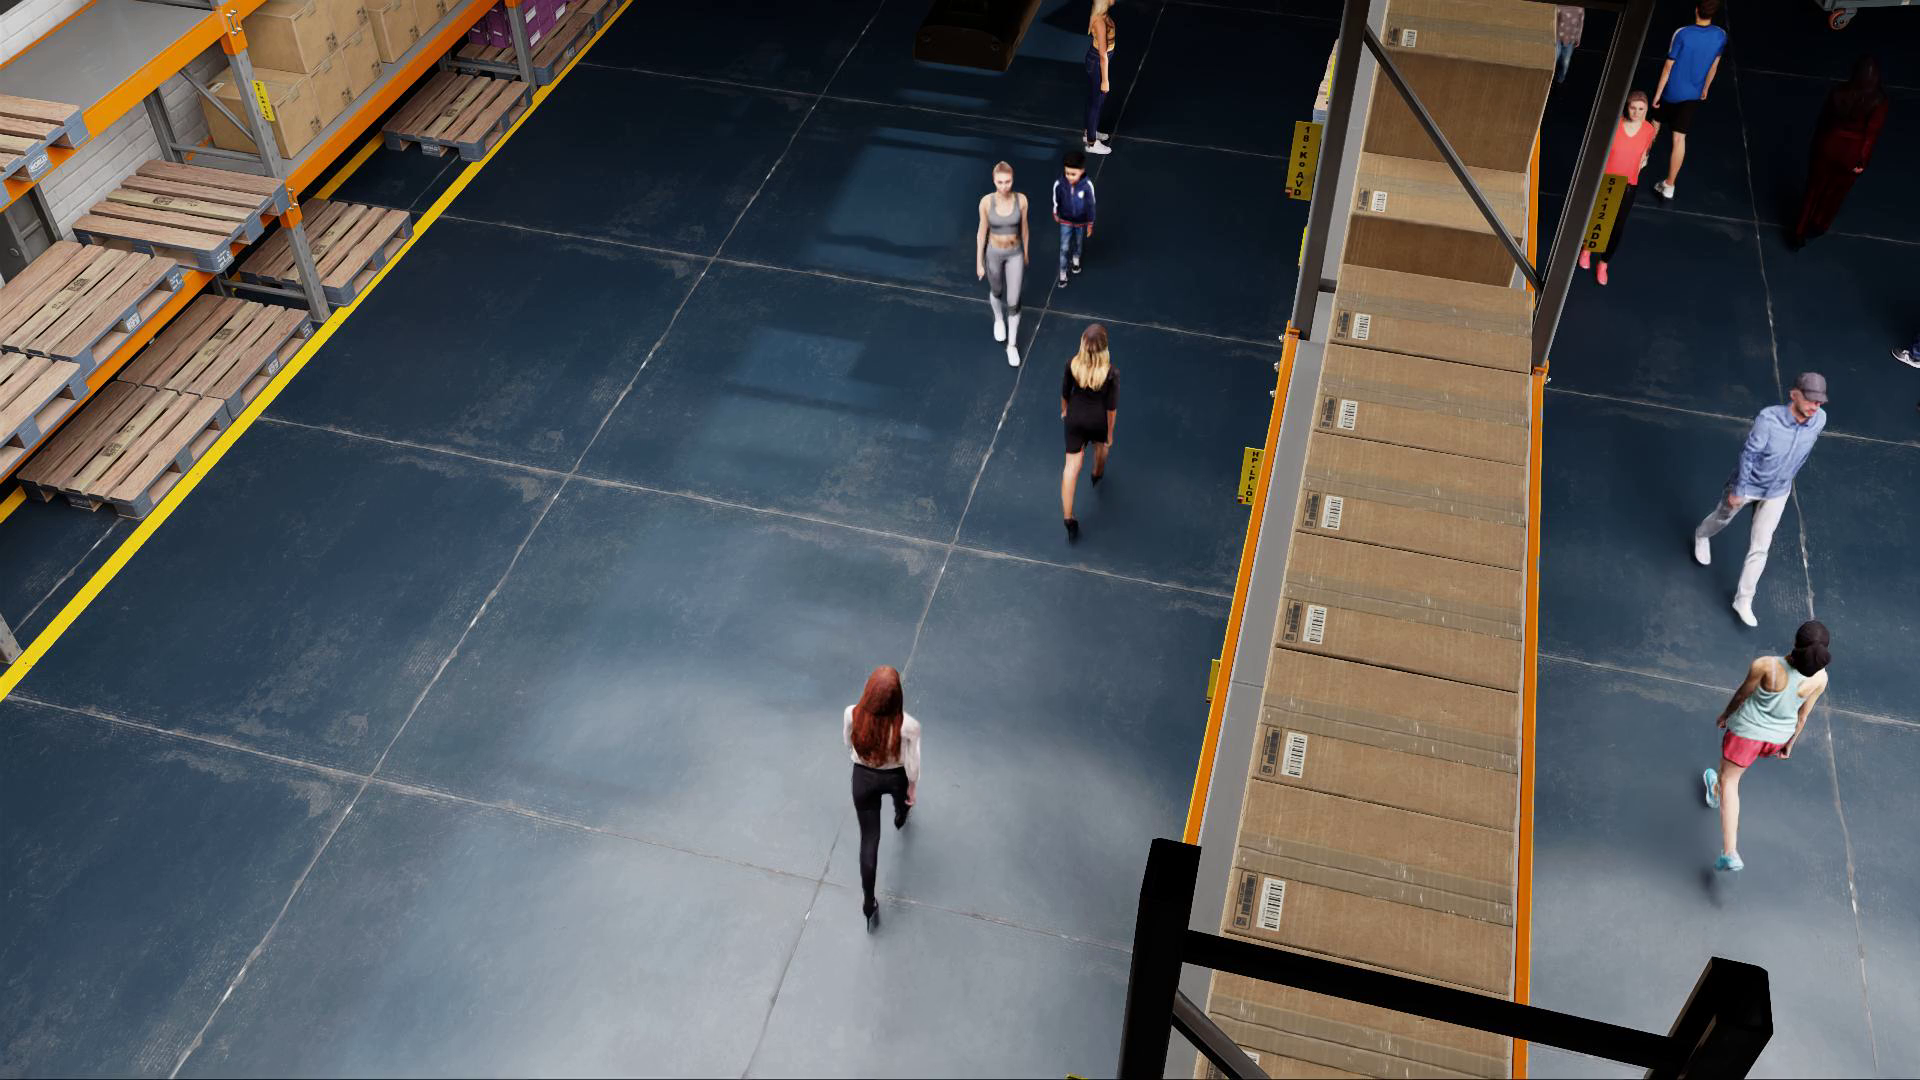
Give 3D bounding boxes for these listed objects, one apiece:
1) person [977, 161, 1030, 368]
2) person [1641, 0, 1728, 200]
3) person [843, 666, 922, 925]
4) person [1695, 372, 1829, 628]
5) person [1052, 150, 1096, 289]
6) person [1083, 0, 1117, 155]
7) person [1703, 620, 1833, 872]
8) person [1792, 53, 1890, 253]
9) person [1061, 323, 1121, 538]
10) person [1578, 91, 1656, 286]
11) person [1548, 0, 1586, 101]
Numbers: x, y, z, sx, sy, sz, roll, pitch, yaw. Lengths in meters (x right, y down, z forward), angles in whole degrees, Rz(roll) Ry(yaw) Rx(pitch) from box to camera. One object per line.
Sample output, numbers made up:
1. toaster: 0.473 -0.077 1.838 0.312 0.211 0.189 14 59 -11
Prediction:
1. person: 0.337 -2.300 13.281 0.765 1.679 0.973 -2 44 -2
2. person: 6.495 -3.960 14.918 0.847 1.823 1.284 1 44 1
3. person: -0.457 1.435 9.338 0.722 1.709 1.202 5 44 5
4. person: 5.350 -0.423 11.197 0.806 1.836 1.220 2 44 2
5. person: 0.984 -2.790 14.144 0.575 1.197 0.765 5 44 5
6. person: 1.295 -4.416 15.538 0.682 1.629 0.536 0 44 0
7. person: 4.605 1.181 9.588 0.661 1.732 1.176 6 44 6
8. person: 7.526 -3.245 14.251 0.883 1.709 0.823 -33 53 -30
9. person: 0.869 -0.753 11.689 0.577 1.634 1.019 12 45 13
10. person: 5.496 -3.045 14.066 0.600 1.674 0.732 9 44 10
11. person: 5.967 -4.985 16.458 0.513 1.183 0.531 6 44 6
